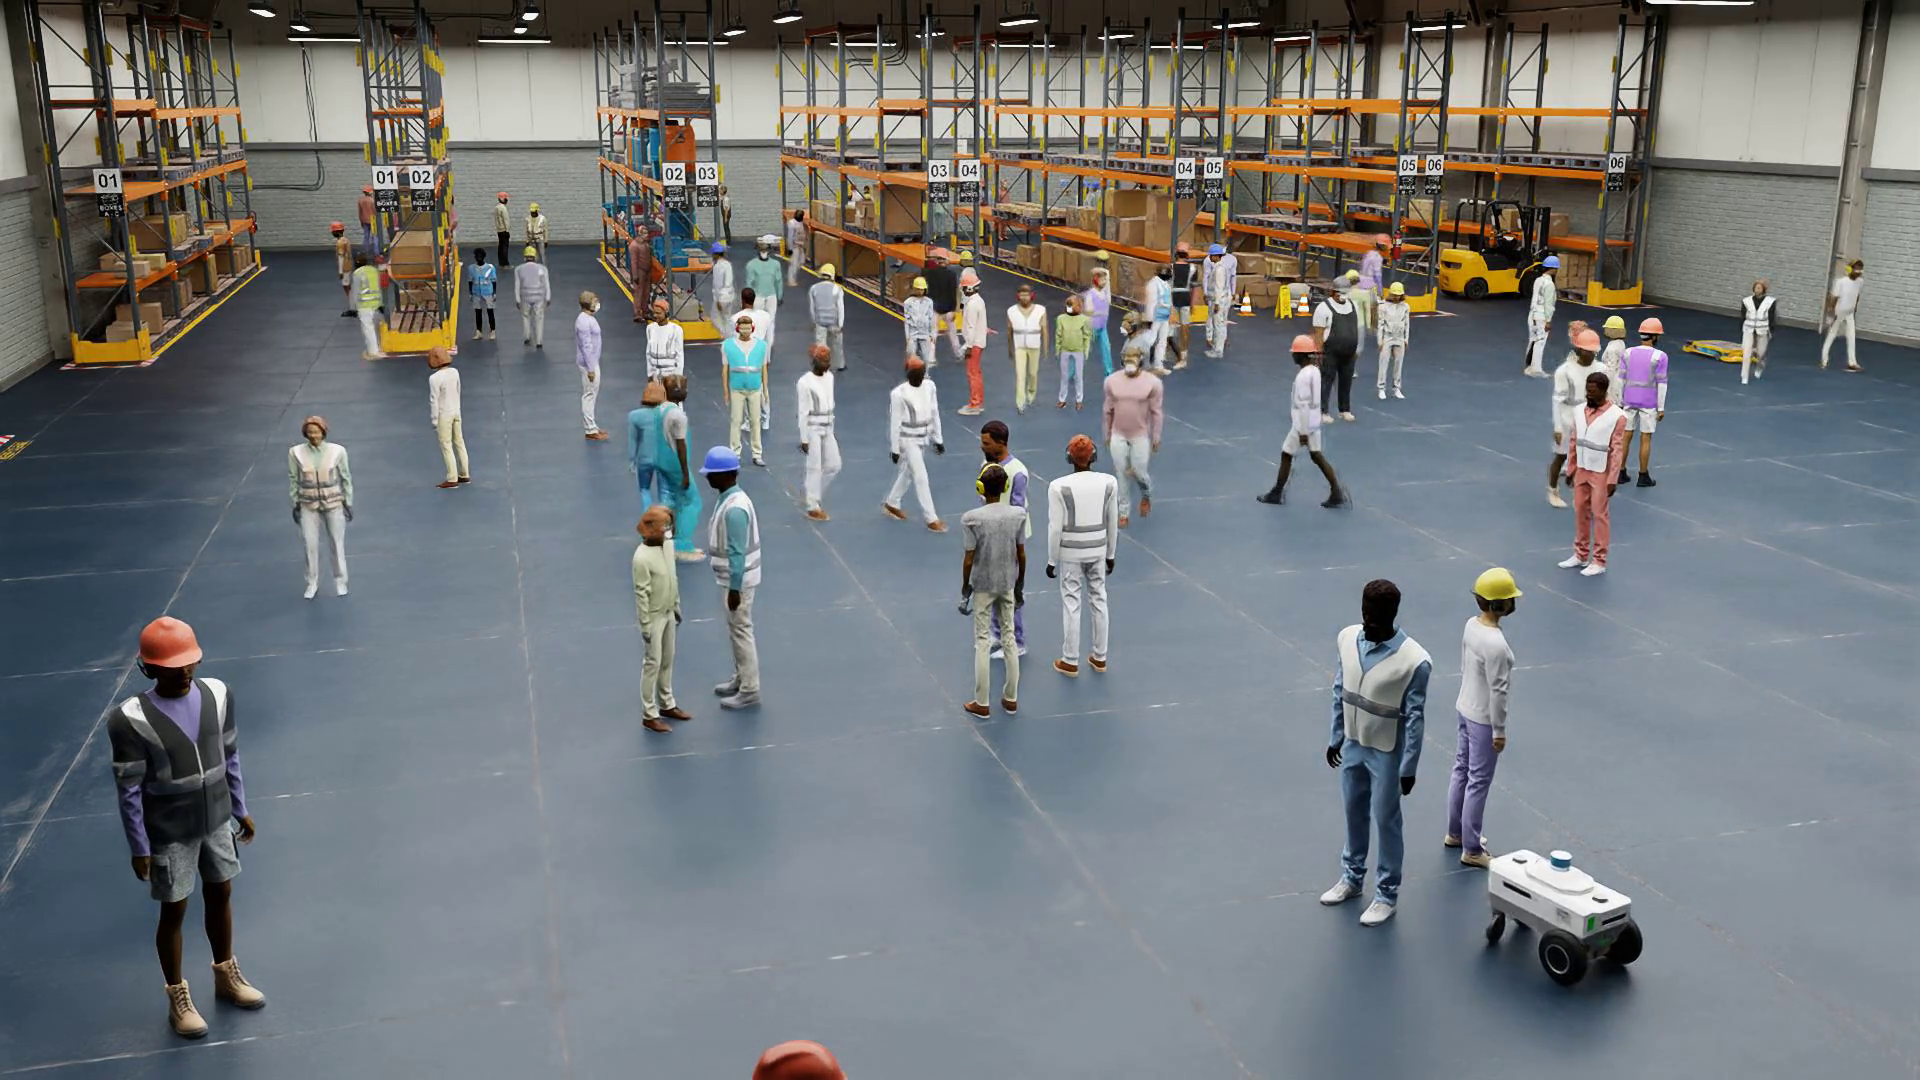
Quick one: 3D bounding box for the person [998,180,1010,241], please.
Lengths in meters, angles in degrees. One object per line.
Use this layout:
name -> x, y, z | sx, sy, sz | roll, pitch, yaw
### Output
person -> 1.366, -10.298, 51.974 | 0.398, 1.900, 0.650 | 9, 18, 32

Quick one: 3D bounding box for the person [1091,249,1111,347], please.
person -> 2.435, -4.298, 29.665 | 0.576, 1.746, 0.538 | -6, 16, -22

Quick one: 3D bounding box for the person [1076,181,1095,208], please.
person -> 3.744, -9.711, 49.652 | 0.612, 1.950, 0.377 | -4, 15, -14

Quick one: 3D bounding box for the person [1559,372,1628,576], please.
person -> 5.935, -0.631, 15.577 | 0.409, 1.908, 0.597 | -7, 16, -25

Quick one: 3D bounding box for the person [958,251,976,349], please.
person -> 0.114, -4.255, 29.518 | 0.296, 1.744, 0.484 | 5, 16, 19

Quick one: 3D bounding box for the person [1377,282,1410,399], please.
person -> 6.425, -2.953, 24.641 | 0.491, 1.735, 0.326 | -2, 15, -9

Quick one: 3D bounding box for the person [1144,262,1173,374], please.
person -> 3.114, -3.568, 26.834 | 0.603, 1.808, 0.696 | 9, 18, 31

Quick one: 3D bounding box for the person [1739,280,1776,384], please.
person -> 12.493, -3.279, 26.081 | 0.517, 1.619, 0.696 | 9, 18, 31

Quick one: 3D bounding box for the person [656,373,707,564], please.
person -> -2.673, -0.684, 15.908 | 0.413, 1.832, 0.543 | -10, 18, -34

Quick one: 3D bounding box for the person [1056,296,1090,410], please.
person -> 1.611, -2.681, 23.806 | 0.501, 1.631, 0.287 | 4, 15, 15

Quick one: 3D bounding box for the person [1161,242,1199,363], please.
person -> 3.664, -3.970, 27.950 | 0.665, 2.012, 0.412 | 0, 15, 1

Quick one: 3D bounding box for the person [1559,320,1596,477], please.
person -> 7.282, -1.663, 19.596 | 0.393, 1.834, 0.564 | 11, 19, 37

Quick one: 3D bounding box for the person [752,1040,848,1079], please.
person -> -0.409, 2.259, 4.654 | 0.374, 1.928, 0.542 | -8, 17, -28

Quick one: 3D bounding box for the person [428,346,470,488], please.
person -> -5.874, -1.406, 19.035 | 0.293, 1.627, 0.501 | 5, 16, 20

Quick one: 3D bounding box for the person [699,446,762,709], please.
person -> -1.662, 0.265, 12.143 | 0.426, 1.938, 0.625 | -4, 15, -13

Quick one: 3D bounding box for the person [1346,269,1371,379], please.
person -> 6.192, -3.388, 26.247 | 0.553, 1.739, 0.556 | 8, 17, 27

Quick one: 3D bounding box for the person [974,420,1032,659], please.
person -> 0.339, -0.017, 13.270 | 0.407, 1.907, 0.594 | -8, 17, -28

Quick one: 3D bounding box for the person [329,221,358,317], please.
person -> -12.617, -5.538, 34.010 | 0.408, 1.928, 0.543 | -3, 15, -13

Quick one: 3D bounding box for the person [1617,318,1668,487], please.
person -> 7.827, -1.580, 19.085 | 0.368, 1.933, 0.551 | -14, 20, -42

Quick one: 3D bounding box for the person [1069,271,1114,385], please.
person -> 2.085, -3.254, 25.661 | 0.984, 1.798, 0.588 | 11, 18, 36

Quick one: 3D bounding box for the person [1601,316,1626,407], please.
person -> 8.091, -1.922, 20.740 | 0.295, 1.743, 0.492 | 9, 17, 29

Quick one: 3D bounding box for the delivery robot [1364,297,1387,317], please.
delivery robot -> 8.259, -4.722, 33.374 | 0.707, 0.478, 0.477 | -12, 19, -39

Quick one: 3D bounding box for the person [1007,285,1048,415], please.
person -> 0.961, -2.735, 23.690 | 0.592, 1.808, 0.931 | 1, 15, 2

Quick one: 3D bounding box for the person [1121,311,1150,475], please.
person -> 2.070, -1.741, 19.704 | 0.366, 1.935, 0.627 | -1, 15, -6

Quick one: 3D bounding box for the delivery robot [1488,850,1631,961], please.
delivery robot -> 3.100, 1.853, 8.632 | 0.477, 0.478, 0.707 | -9, 17, -29

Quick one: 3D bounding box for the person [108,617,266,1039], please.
person -> -3.643, 1.339, 7.891 | 0.373, 2.042, 0.614 | 10, 18, 32

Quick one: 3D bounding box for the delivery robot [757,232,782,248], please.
delivery robot -> -5.536, -8.691, 48.309 | 0.707, 0.478, 0.477 | -12, 19, -37

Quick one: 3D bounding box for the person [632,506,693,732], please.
person -> -2.110, 0.545, 11.687 | 0.295, 1.623, 0.507 | 5, 16, 18

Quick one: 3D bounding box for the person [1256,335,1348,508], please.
person -> 3.786, -1.278, 18.045 | 0.991, 1.895, 0.562 | 8, 17, 28

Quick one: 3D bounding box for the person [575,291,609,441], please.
person -> -4.804, -2.266, 21.658 | 0.368, 1.940, 0.631 | -2, 15, -9

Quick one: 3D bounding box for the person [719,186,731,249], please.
person -> -6.967, -9.585, 49.403 | 0.343, 1.839, 0.503 | -3, 15, -11

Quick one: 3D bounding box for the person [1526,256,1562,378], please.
person -> 9.308, -3.550, 26.511 | 0.428, 1.938, 0.600 | 0, 15, 0

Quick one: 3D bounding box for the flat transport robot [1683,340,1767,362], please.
flat transport robot -> 13.149, -3.261, 28.600 | 0.652, 0.197, 1.431 | -2, 15, -8

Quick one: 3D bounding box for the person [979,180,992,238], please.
person -> 0.789, -10.449, 52.560 | 0.519, 1.900, 0.639 | -12, 19, -39

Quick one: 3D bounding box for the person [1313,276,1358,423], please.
person -> 5.193, -2.625, 22.814 | 0.685, 2.000, 0.536 | -7, 16, -23

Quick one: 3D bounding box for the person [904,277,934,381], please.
person -> -0.617, -3.129, 25.302 | 0.482, 1.734, 0.329 | -6, 16, -20

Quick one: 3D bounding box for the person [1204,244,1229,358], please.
person -> 4.407, -4.108, 28.596 | 0.415, 1.939, 0.609 | 1, 15, 3
